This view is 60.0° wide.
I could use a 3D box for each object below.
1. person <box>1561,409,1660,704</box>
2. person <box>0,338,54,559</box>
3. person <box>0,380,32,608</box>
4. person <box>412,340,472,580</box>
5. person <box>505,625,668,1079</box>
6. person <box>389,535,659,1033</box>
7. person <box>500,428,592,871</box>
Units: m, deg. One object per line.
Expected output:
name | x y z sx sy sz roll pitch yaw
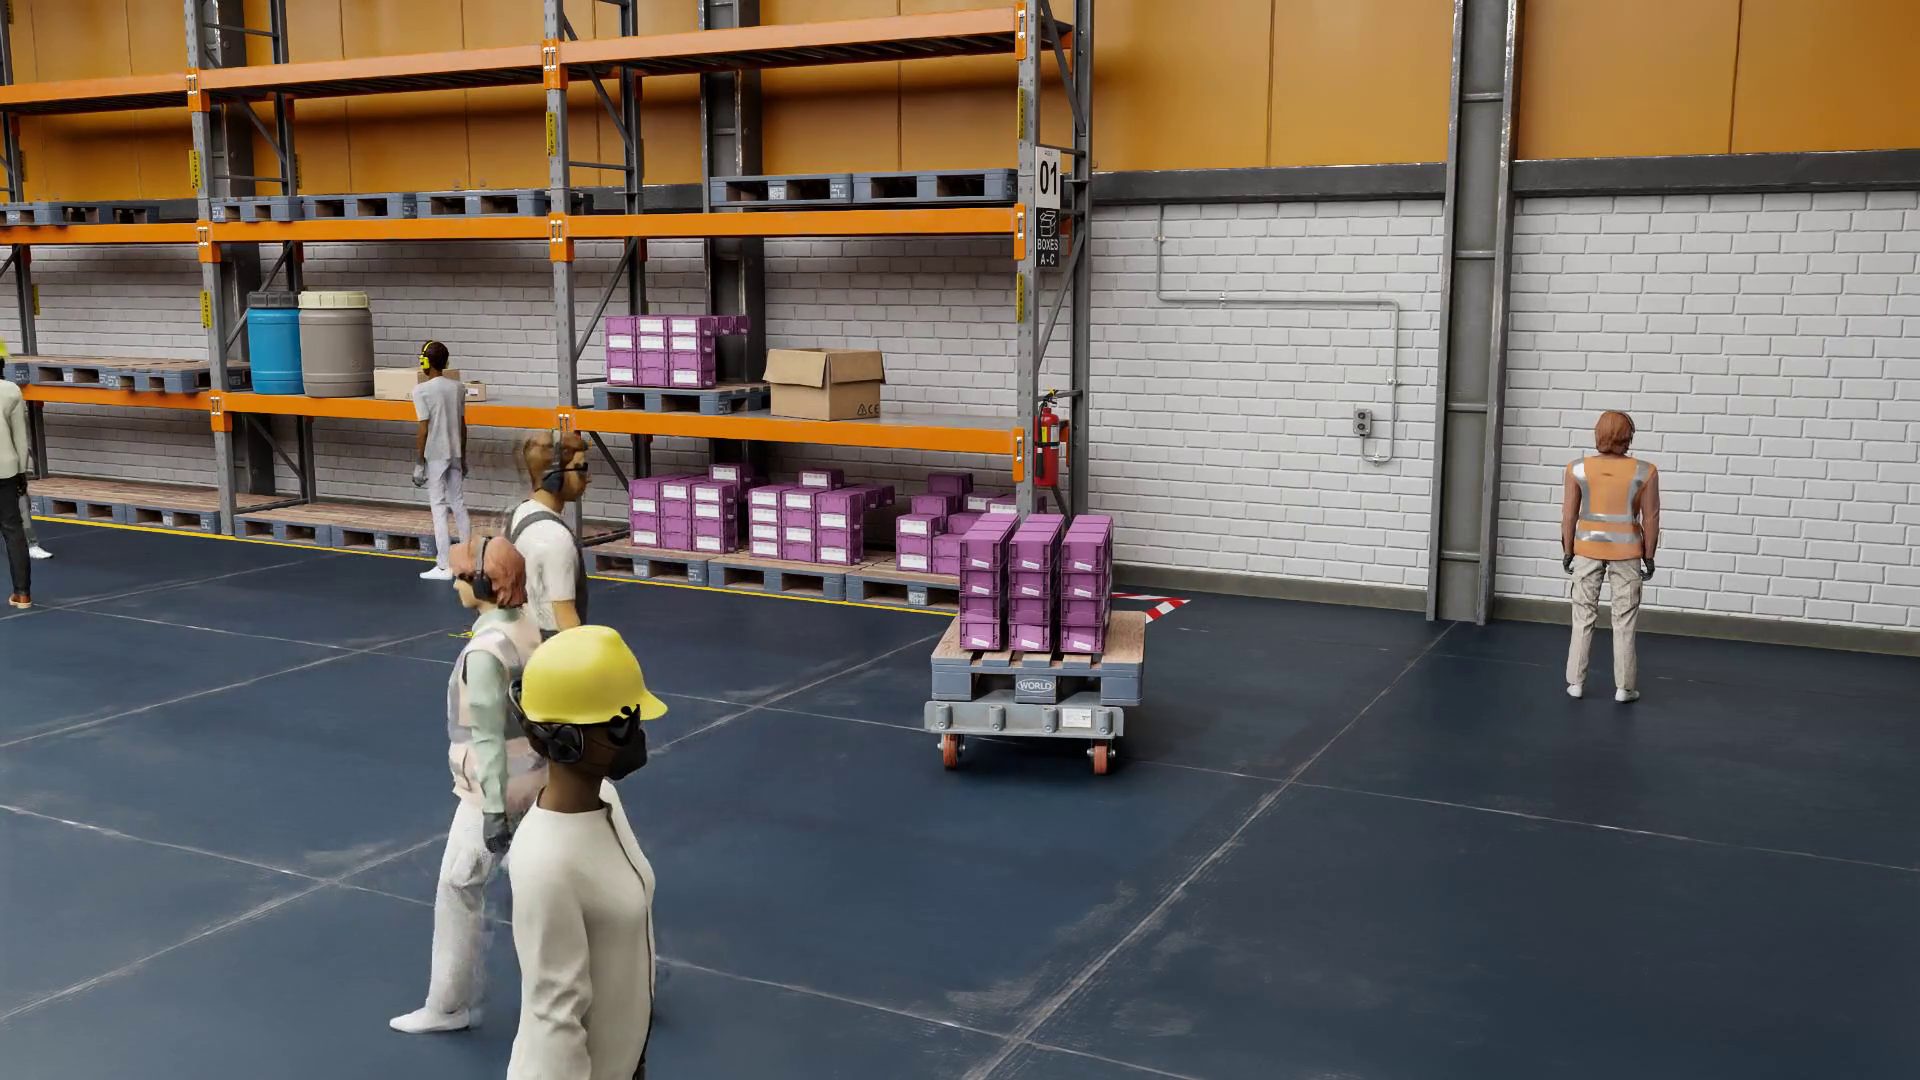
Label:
person | 3.614 0.097 9.275 0.514 1.645 0.308 5 10 27
person | -8.126 -0.768 13.872 0.939 1.891 0.596 3 10 18
person | -6.882 -0.471 11.706 0.392 1.991 0.613 8 12 39
person | -4.066 -0.620 12.998 0.335 1.873 0.520 6 11 31
person | -0.688 1.029 3.148 0.310 1.769 0.525 -1 9 -4
person | -1.380 0.772 5.225 0.806 1.606 0.527 0 9 2
person | -1.493 0.495 6.232 0.401 1.834 0.553 -4 10 -26
